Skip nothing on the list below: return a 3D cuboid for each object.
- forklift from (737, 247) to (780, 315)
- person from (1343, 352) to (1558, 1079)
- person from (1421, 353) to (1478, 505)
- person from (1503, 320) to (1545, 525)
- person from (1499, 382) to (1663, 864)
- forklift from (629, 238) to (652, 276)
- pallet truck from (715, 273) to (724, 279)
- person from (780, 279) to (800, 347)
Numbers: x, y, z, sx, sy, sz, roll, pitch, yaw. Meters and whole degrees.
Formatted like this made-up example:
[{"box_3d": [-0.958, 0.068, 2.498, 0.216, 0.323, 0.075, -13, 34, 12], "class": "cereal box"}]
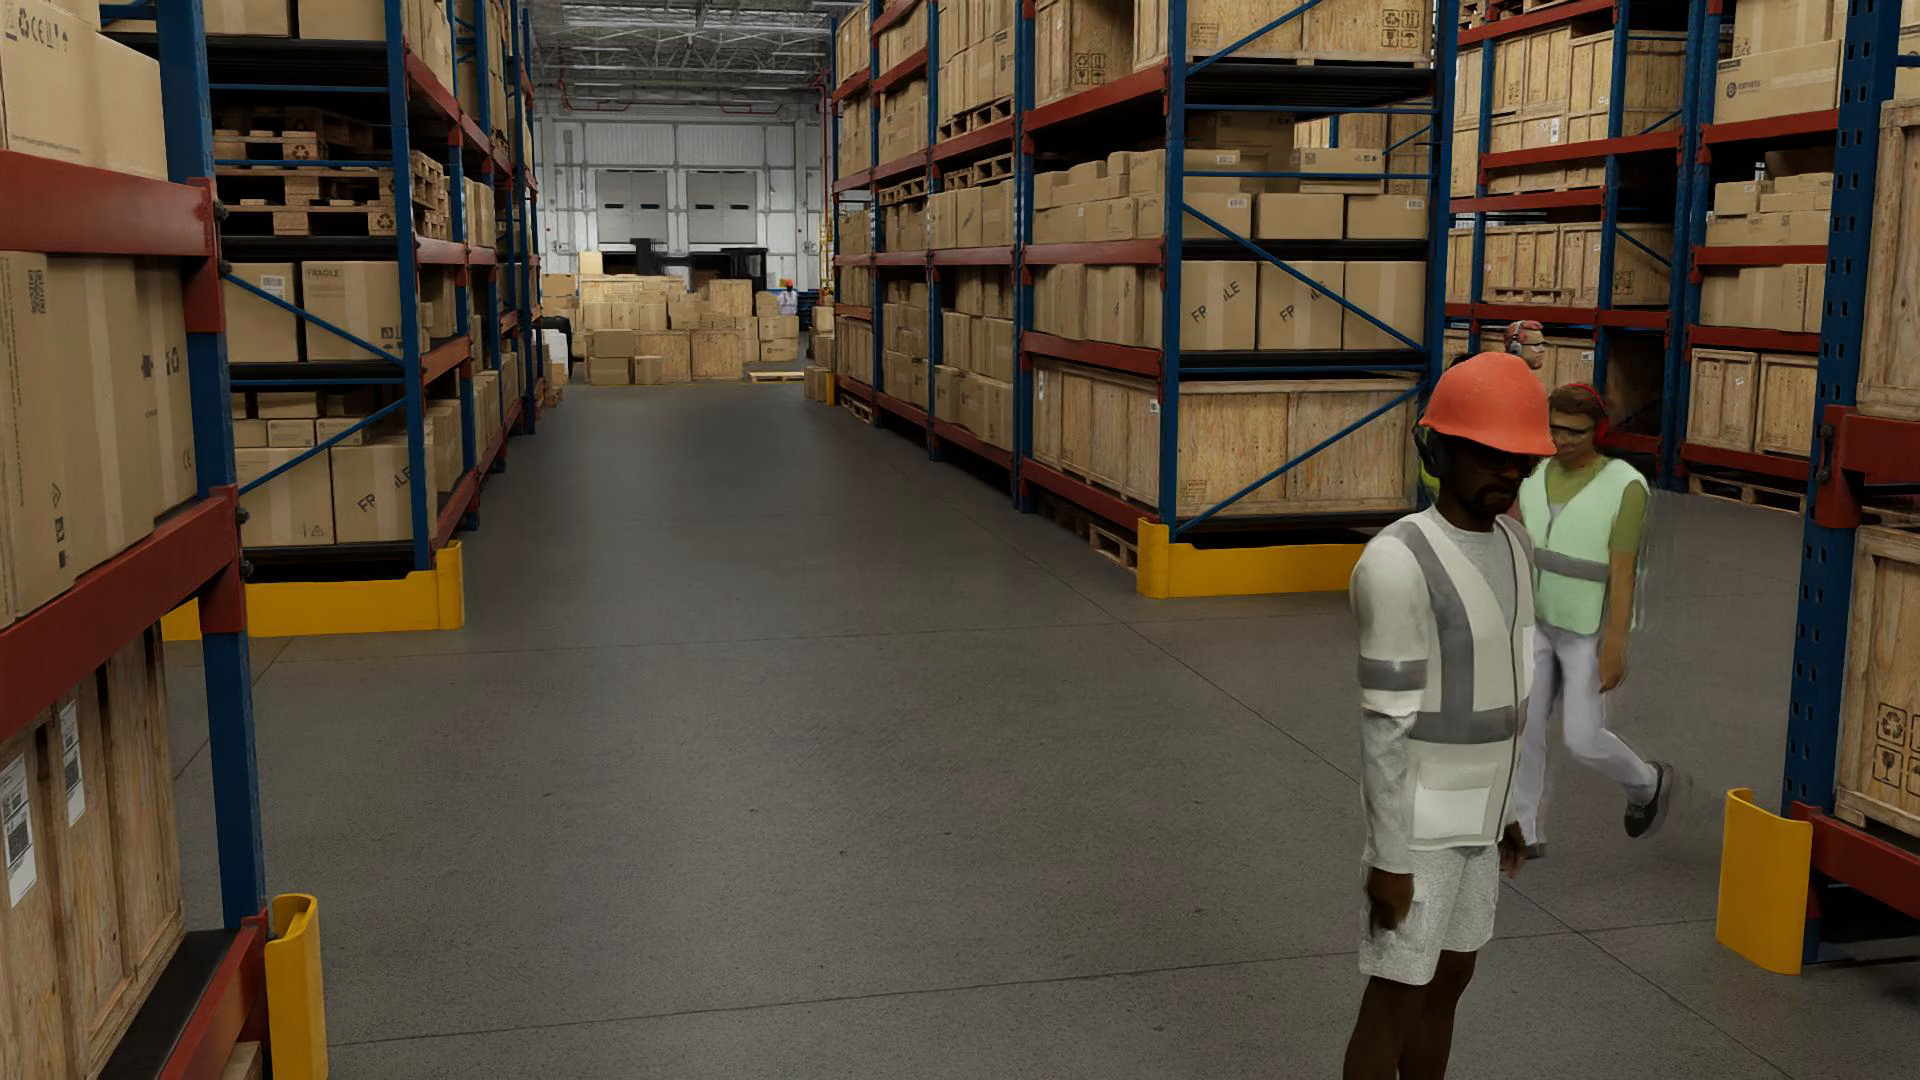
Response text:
[{"box_3d": [-6.372, -7.628, 51.320, 1.129, 2.768, 1.873, -7, 12, -38], "class": "forklift"}, {"box_3d": [1.094, 0.608, 3.676, 0.394, 2.040, 0.609, 9, 13, 44], "class": "person"}, {"box_3d": [3.140, -0.365, 10.696, 0.423, 1.674, 0.562, -1, 9, -5], "class": "person"}, {"box_3d": [3.299, -0.341, 9.859, 0.406, 1.910, 0.639, 6, 11, 33], "class": "person"}, {"box_3d": [2.291, 0.324, 6.089, 0.667, 1.815, 0.597, -5, 11, -28], "class": "person"}, {"box_3d": [-6.727, -5.011, 35.366, 1.873, 2.768, 1.129, -2, 10, -12], "class": "forklift"}, {"box_3d": [-8.580, -8.986, 62.280, 1.885, 1.965, 0.823, 1, 9, 5], "class": "pallet truck"}, {"box_3d": [-4.808, -6.370, 46.695, 0.574, 1.888, 0.991, -5, 11, -29], "class": "person"}]
